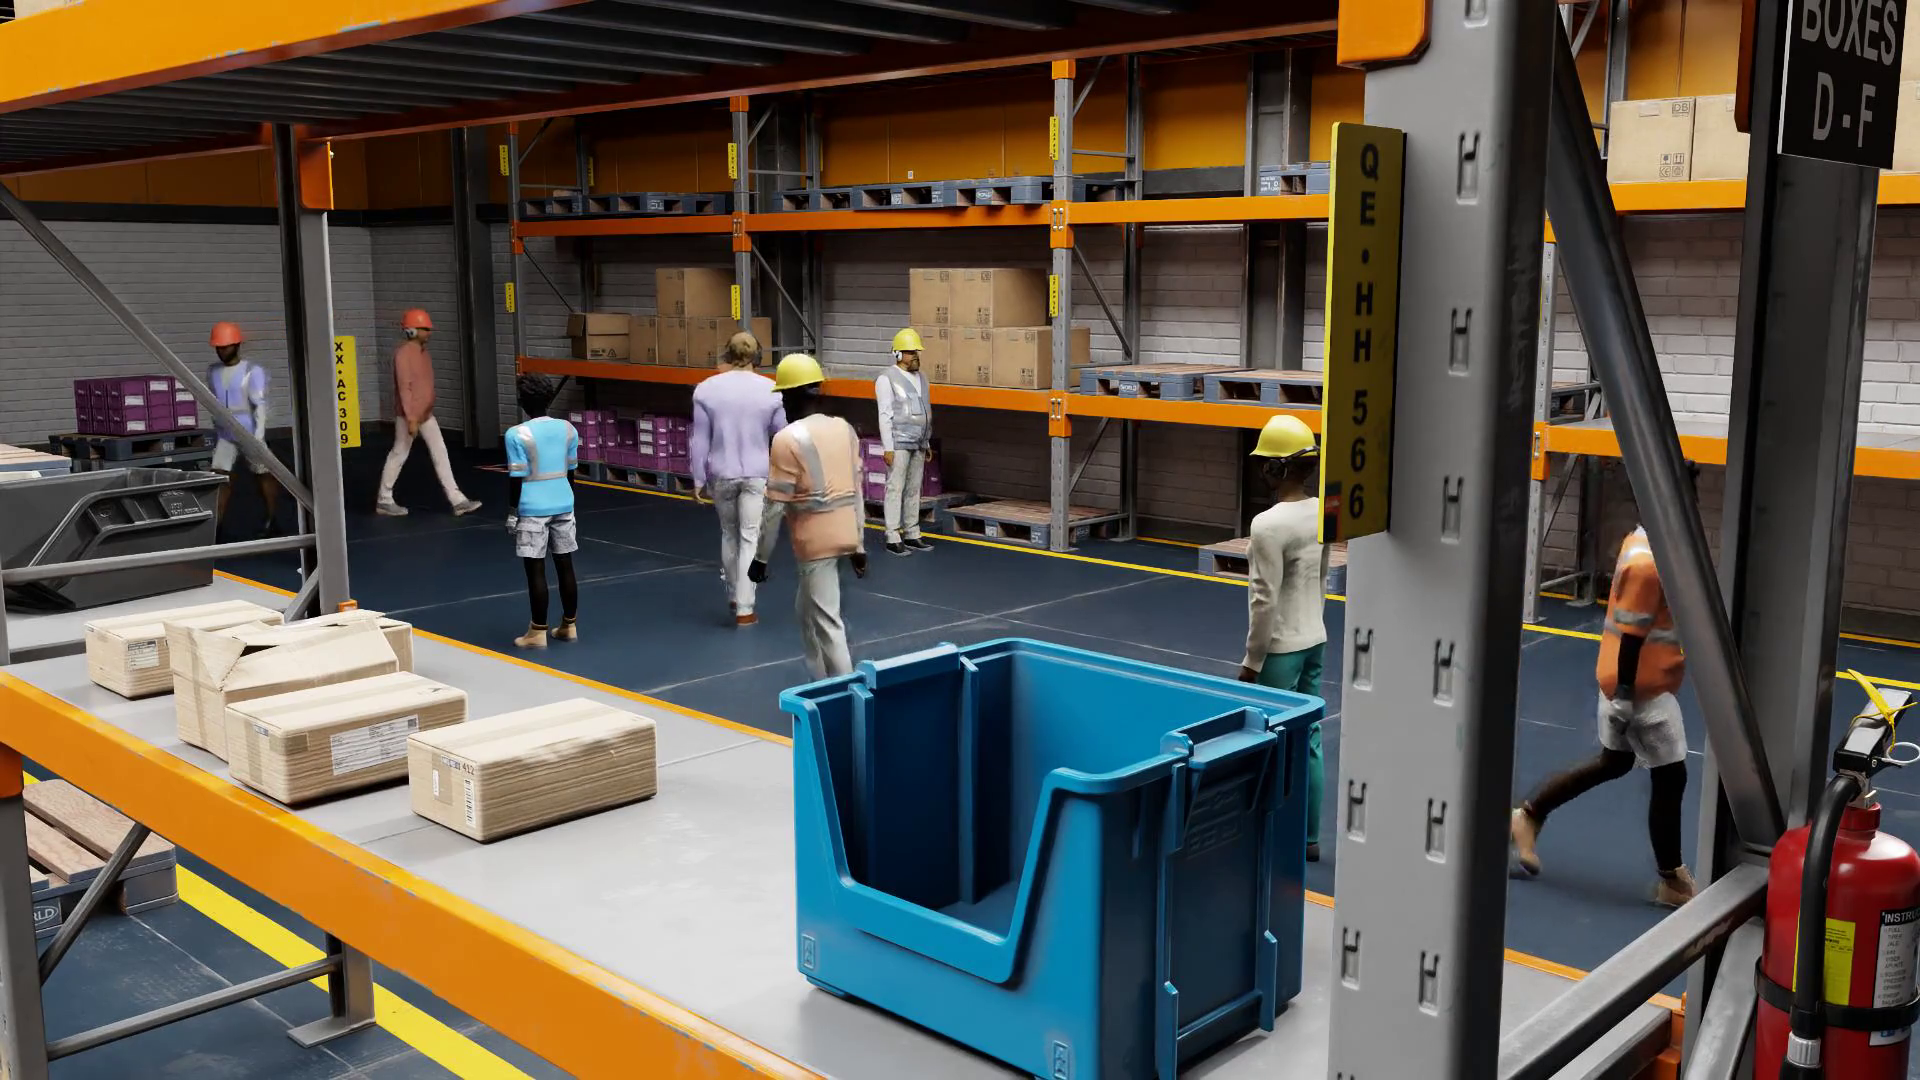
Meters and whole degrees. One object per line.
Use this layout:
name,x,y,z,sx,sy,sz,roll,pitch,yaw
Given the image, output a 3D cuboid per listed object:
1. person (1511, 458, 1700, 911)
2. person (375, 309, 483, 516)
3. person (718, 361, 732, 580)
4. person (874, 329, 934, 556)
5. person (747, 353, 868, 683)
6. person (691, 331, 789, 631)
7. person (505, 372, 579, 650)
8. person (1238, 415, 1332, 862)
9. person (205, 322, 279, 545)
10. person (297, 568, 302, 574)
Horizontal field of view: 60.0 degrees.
person,2.409,0.501,6.070,0.800,1.669,0.533,4,10,24
person,-5.038,-1.171,15.503,1.052,1.939,0.642,2,9,9
person,-1.680,-0.520,12.444,0.264,1.631,0.506,-1,9,-7
person,-0.427,-0.796,13.525,0.404,1.833,0.590,7,11,35
person,-0.756,0.025,8.325,0.692,1.894,0.589,5,10,28
person,-1.385,-0.406,10.894,0.662,1.905,0.857,1,9,5
person,-2.550,-0.178,10.155,0.318,1.698,0.534,6,11,34
person,1.225,0.407,6.359,0.310,1.768,0.533,7,12,38
person,-6.058,-0.880,13.933,0.556,1.874,1.008,1,9,7
person,-4.912,-0.704,12.708,0.376,1.916,0.600,-2,10,-13
